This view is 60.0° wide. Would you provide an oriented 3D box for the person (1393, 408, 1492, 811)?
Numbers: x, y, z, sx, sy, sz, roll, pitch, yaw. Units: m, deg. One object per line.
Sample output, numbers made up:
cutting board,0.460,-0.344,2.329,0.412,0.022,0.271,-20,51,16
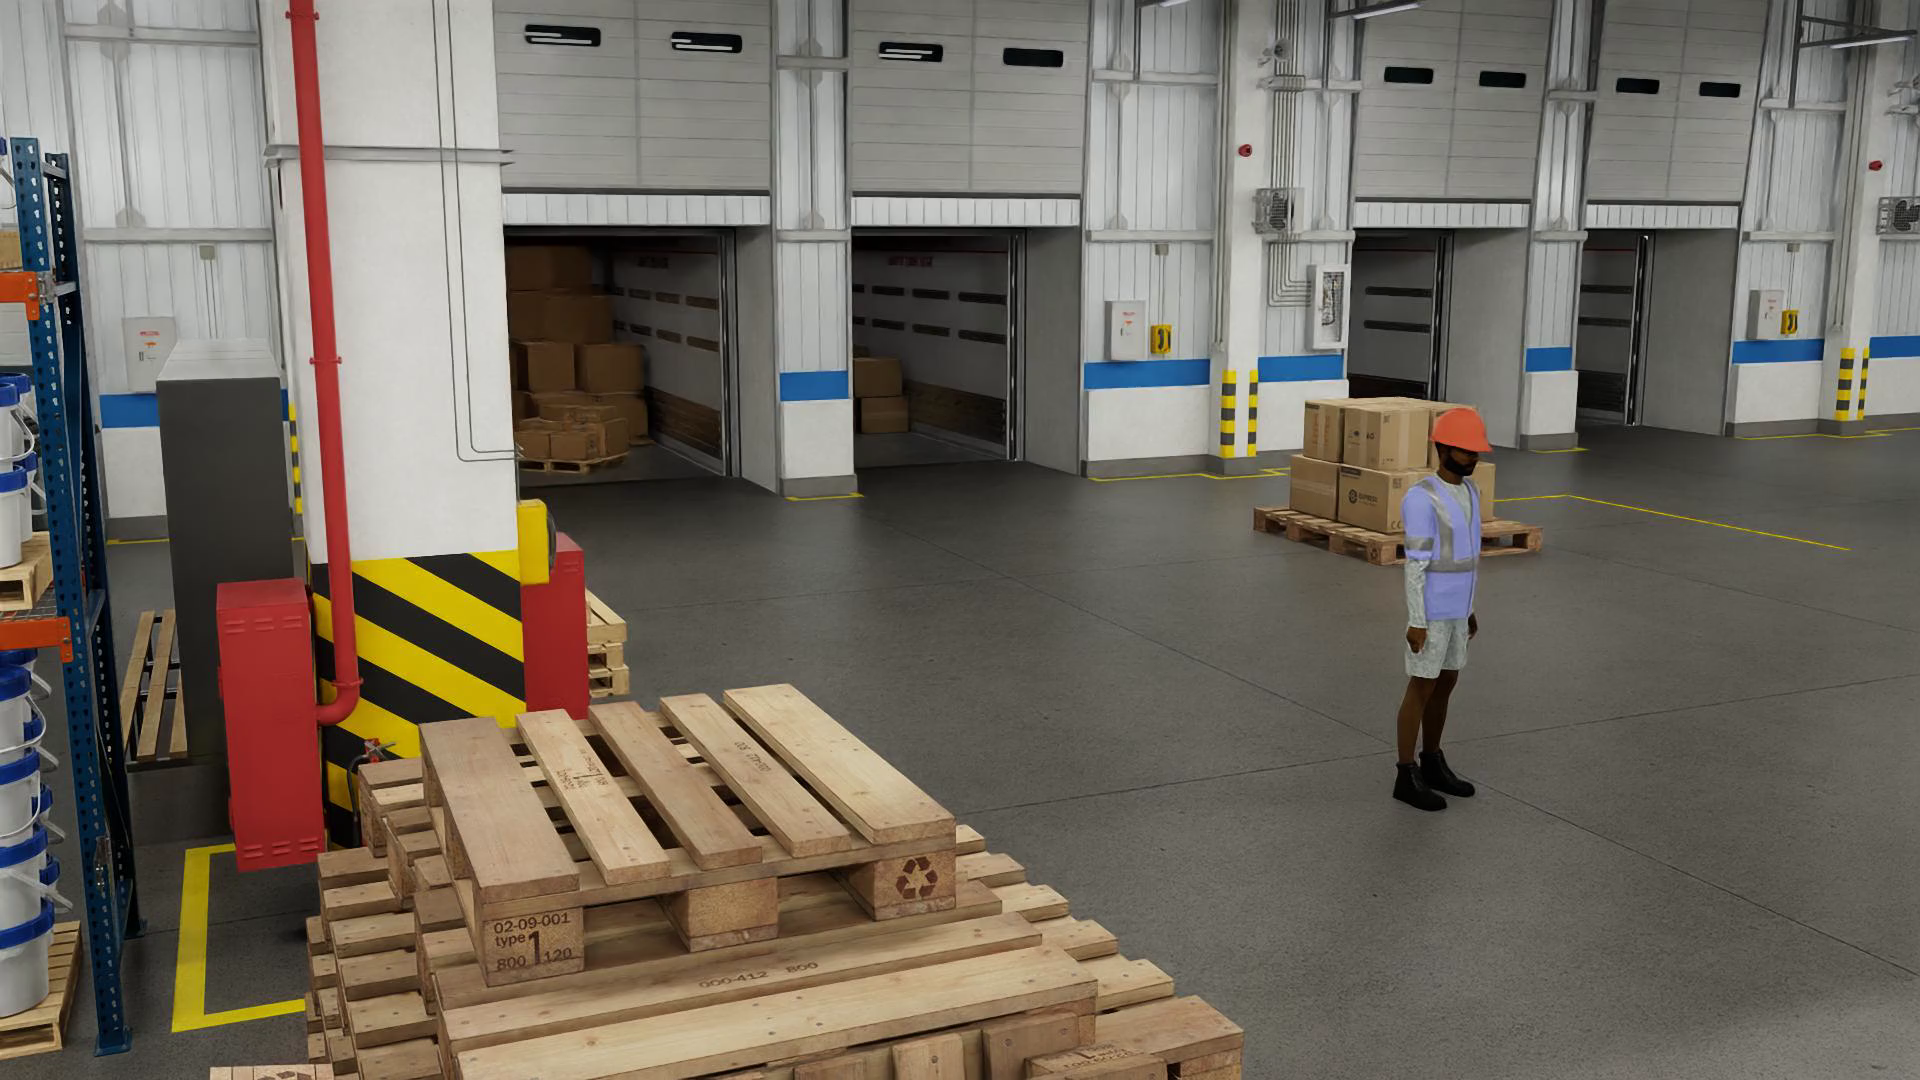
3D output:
person,2.342,0.325,7.998,0.551,1.933,0.373,-10,14,-44
